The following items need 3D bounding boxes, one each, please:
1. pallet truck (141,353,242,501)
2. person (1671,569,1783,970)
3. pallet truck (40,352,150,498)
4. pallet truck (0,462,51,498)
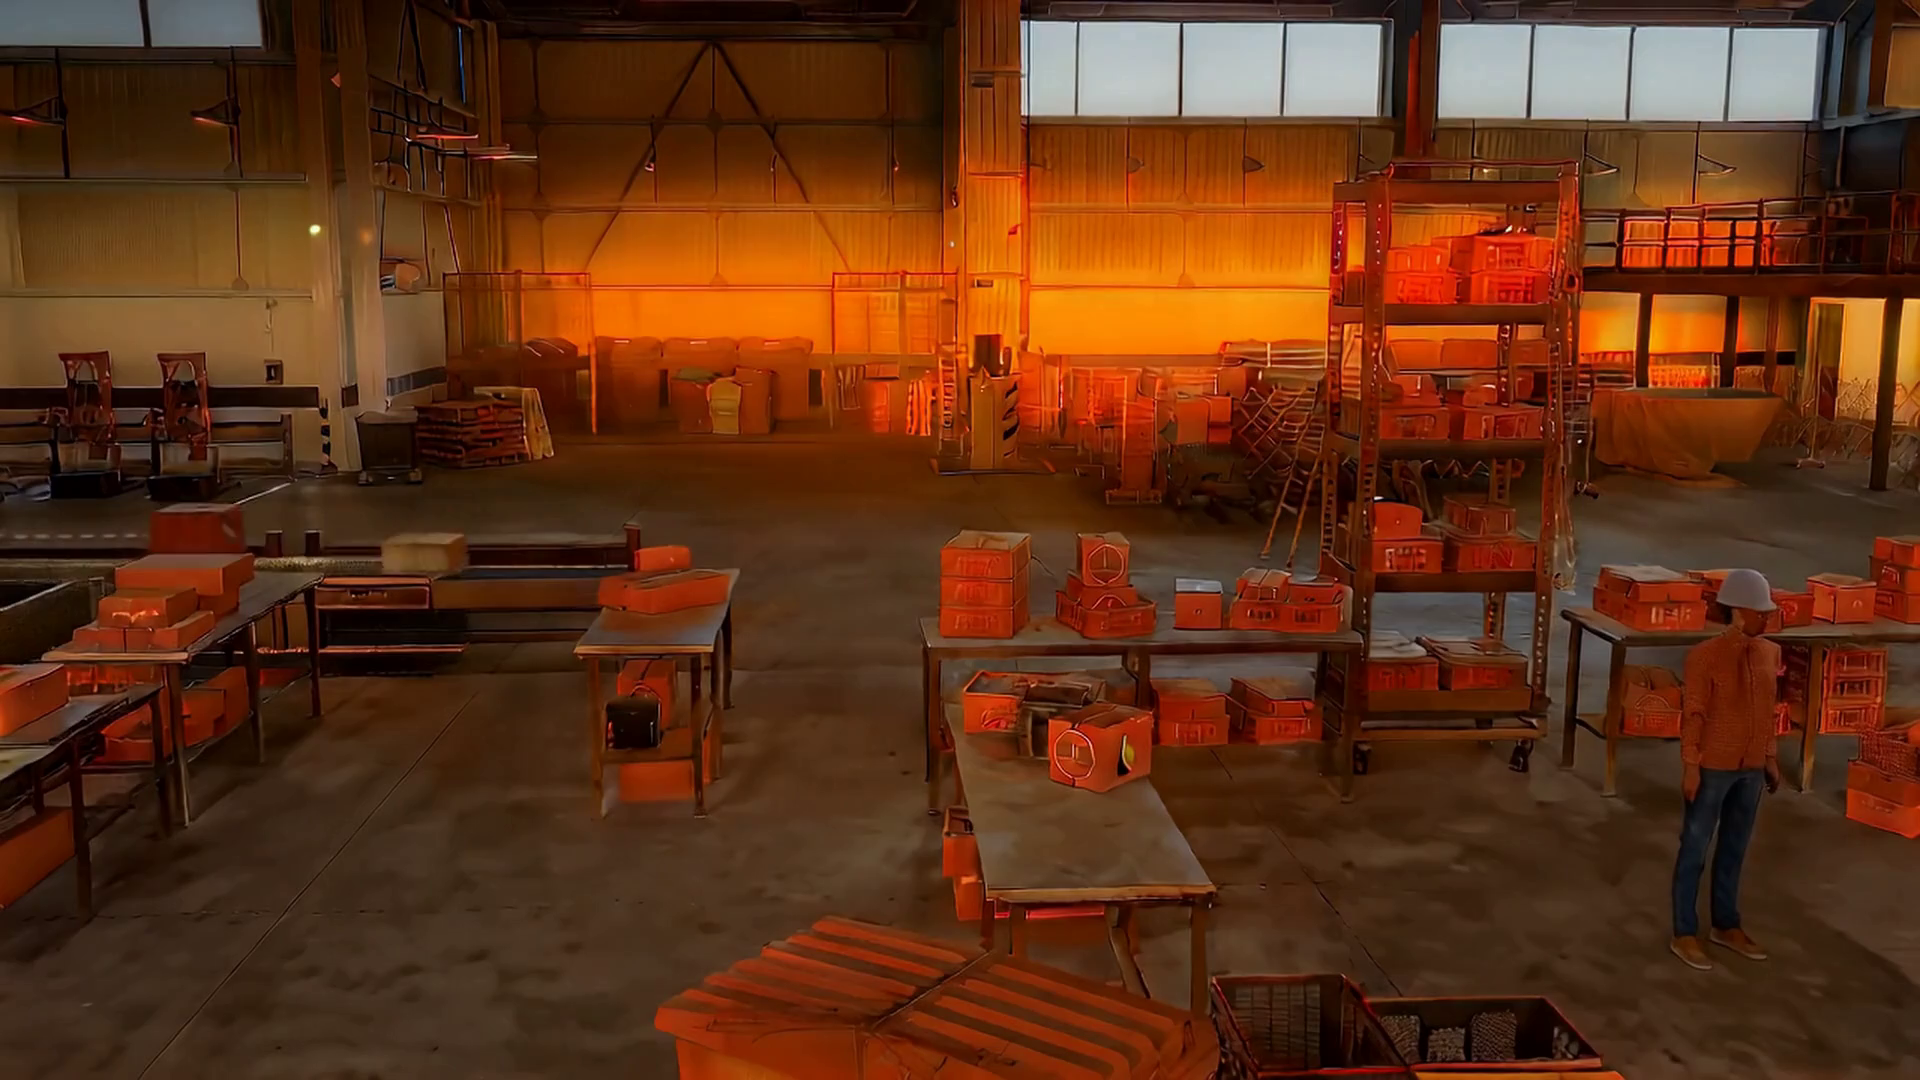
[{"bbox_3d":[-10.520,-1.604,22.925,0.823,1.965,1.885,-1,9,-6],"label":"pallet truck"},{"bbox_3d":[3.394,0.996,7.325,0.523,1.769,0.310,-3,10,-21],"label":"person"},{"bbox_3d":[-11.907,-1.642,23.165,0.823,1.965,1.885,0,9,0],"label":"pallet truck"},{"bbox_3d":[-13.193,-1.293,23.148,0.653,1.274,1.630,-1,9,-4],"label":"pallet truck"}]
